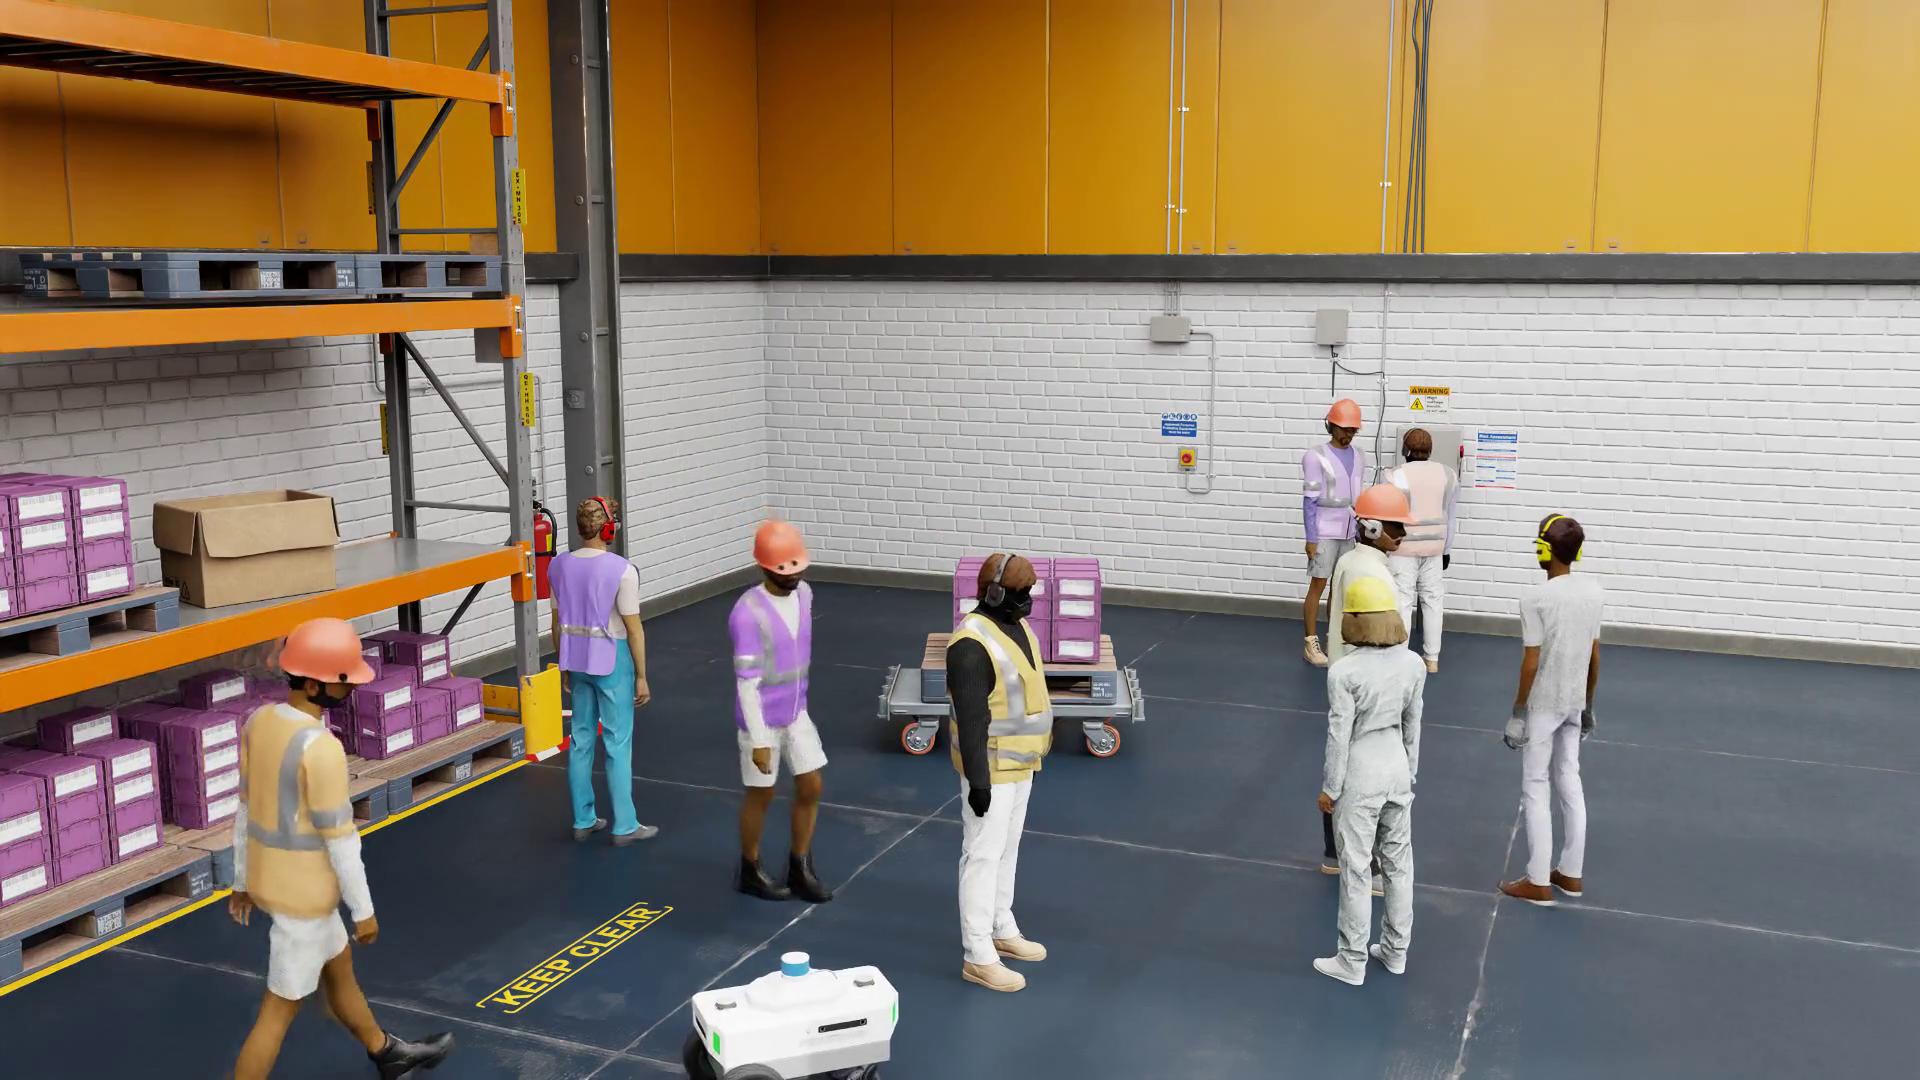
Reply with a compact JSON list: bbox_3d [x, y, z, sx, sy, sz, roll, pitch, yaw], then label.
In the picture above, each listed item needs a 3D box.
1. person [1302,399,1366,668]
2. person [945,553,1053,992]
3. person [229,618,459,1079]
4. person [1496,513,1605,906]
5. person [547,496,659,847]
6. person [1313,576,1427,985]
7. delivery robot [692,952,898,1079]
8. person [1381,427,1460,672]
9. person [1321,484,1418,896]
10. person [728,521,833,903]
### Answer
[{"bbox_3d":[2.867,-0.054,12.634,0.605,2.034,0.392,-6,11,-32],"label":"person"},{"bbox_3d":[0.180,0.962,7.077,0.429,1.839,0.623,4,10,21],"label":"person"},{"bbox_3d":[-2.193,1.172,5.717,0.599,1.864,0.964,9,13,44],"label":"person"},{"bbox_3d":[2.822,0.804,7.935,0.532,1.867,0.311,-5,10,-26],"label":"person"},{"bbox_3d":[-1.886,0.690,8.692,0.567,1.847,0.389,4,10,25],"label":"person"},{"bbox_3d":[1.728,1.014,7.059,0.484,1.738,0.305,-5,10,-25],"label":"person"},{"bbox_3d":[-0.589,1.731,6.002,0.707,0.478,0.477,-4,10,-21],"label":"delivery robot"},{"bbox_3d":[3.372,0.084,12.373,0.619,1.845,0.430,-2,10,-12],"label":"person"},{"bbox_3d":[1.984,0.716,8.095,0.392,1.990,0.612,-1,9,-5],"label":"person"},{"bbox_3d":[-0.870,0.819,7.774,0.596,1.885,0.578,7,12,35],"label":"person"}]
